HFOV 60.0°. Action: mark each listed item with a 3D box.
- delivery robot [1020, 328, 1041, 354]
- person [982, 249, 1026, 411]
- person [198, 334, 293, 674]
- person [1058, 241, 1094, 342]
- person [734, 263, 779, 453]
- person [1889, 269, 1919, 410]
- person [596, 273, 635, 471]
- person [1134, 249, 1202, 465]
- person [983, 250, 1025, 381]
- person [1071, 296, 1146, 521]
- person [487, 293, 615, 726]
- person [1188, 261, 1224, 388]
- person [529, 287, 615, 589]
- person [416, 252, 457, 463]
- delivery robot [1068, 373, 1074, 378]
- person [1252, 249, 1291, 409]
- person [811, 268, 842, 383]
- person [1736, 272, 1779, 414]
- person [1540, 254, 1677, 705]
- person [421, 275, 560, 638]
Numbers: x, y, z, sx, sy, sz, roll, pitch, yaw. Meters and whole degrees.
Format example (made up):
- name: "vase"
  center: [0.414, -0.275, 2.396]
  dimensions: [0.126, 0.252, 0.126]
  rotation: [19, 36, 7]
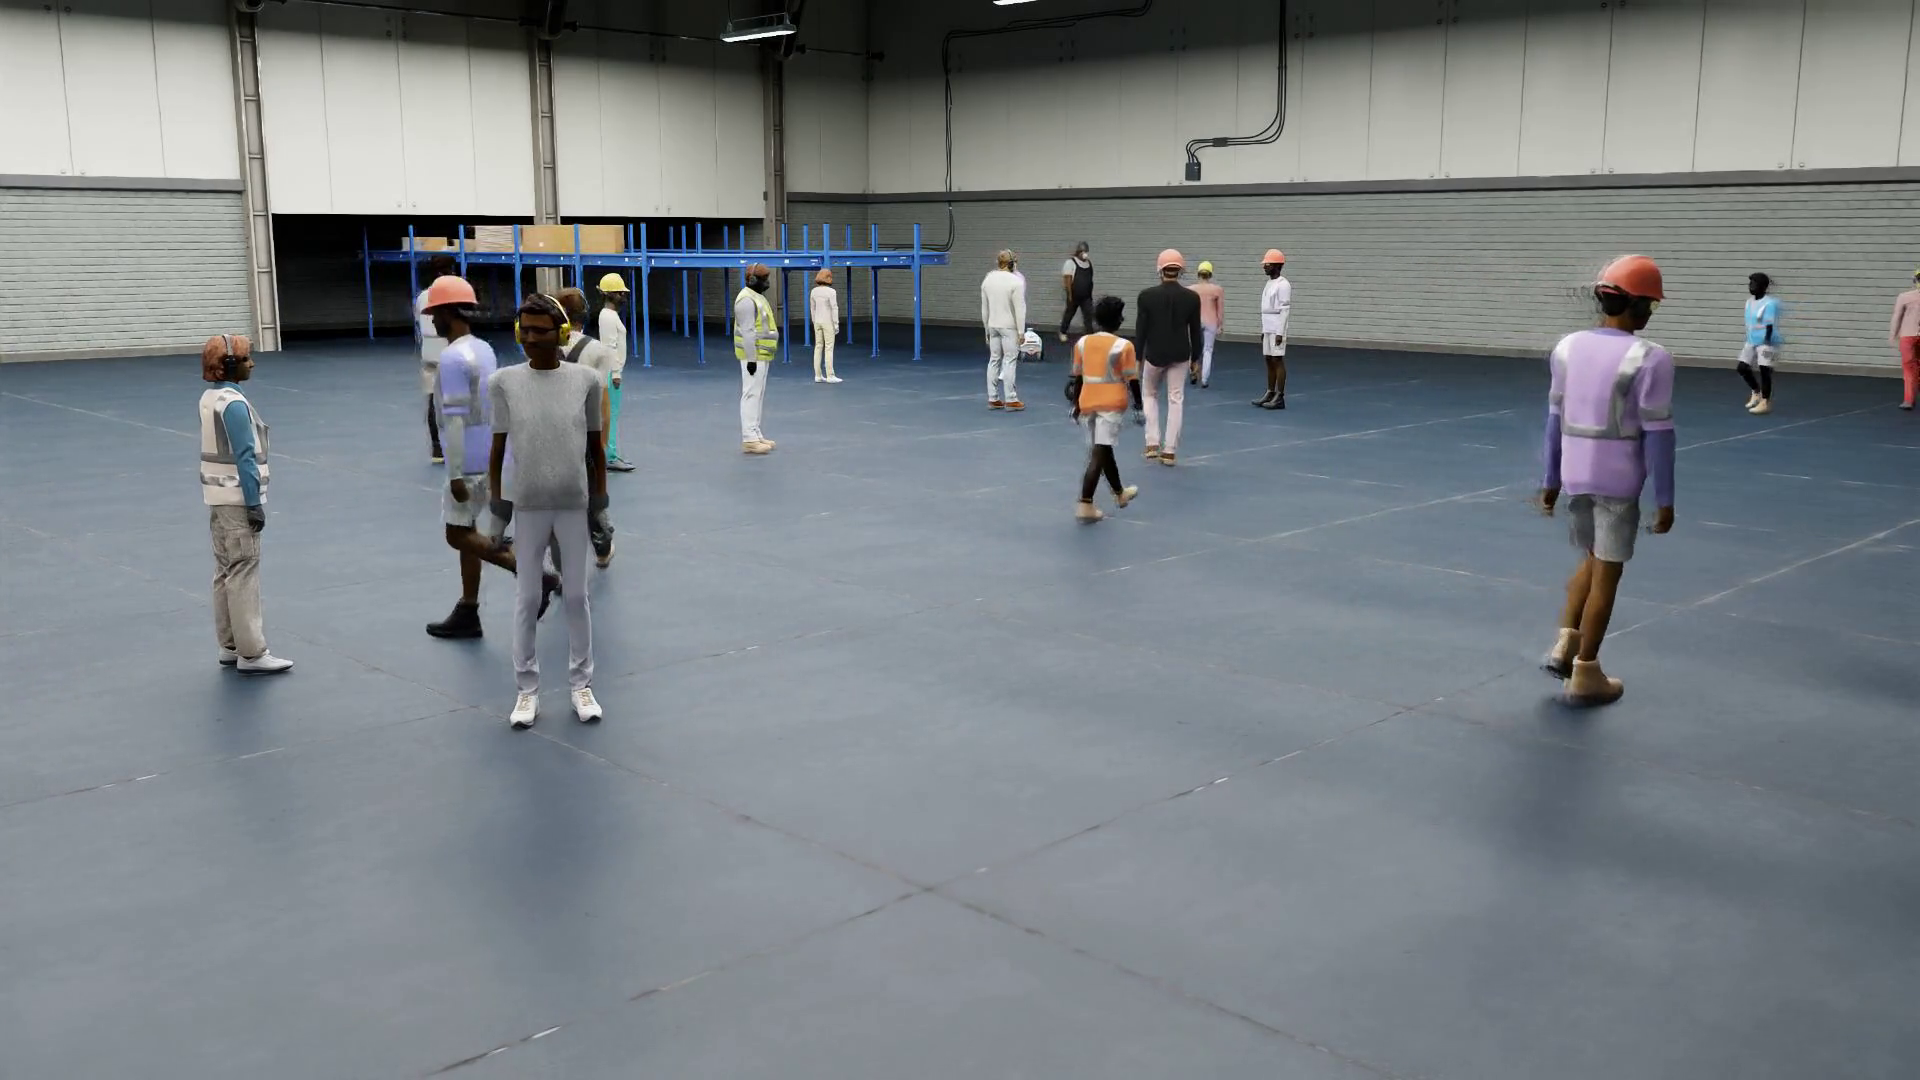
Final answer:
- name: "delivery robot"
  center: [1.190, -3.359, 28.261]
  dimensions: [0.477, 0.478, 0.707]
  rotation: [0, 10, -2]
- name: "person"
  center: [0.541, -2.549, 20.205]
  dimensions: [0.635, 1.937, 0.352]
  rotation: [9, 14, 41]
- name: "person"
  center: [-3.512, -0.176, 8.083]
  dimensions: [0.308, 1.640, 0.510]
  rotation: [-9, 14, -39]
- name: "person"
  center: [2.342, -4.940, 33.084]
  dimensions: [0.688, 2.000, 0.974]
  rotation: [-5, 12, -26]
- name: "person"
  center: [-1.997, -1.796, 16.370]
  dimensions: [0.428, 1.840, 0.631]
  rotation: [1, 10, 3]
- name: "person"
  center: [11.672, -2.474, 20.358]
  dimensions: [0.524, 1.739, 0.631]
  rotation: [2, 11, 11]
- name: "person"
  center: [-3.132, -1.522, 15.078]
  dimensions: [0.312, 1.768, 0.522]
  rotation: [-3, 11, -15]
- name: "person"
  center: [1.924, -1.708, 15.513]
  dimensions: [0.659, 1.972, 0.639]
  rotation: [-1, 10, -3]
- name: "person"
  center: [0.653, -3.307, 24.457]
  dimensions: [0.667, 1.891, 0.531]
  rotation: [7, 12, 32]
- name: "person"
  center: [1.150, -0.990, 12.465]
  dimensions: [0.861, 1.648, 0.553]
  rotation: [-10, 14, -43]
- name: "person"
  center: [-1.772, -0.130, 7.215]
  dimensions: [0.538, 1.866, 0.313]
  rotation: [-3, 11, -17]
- name: "person"
  center: [3.422, -3.012, 23.251]
  dimensions: [0.531, 1.752, 0.455]
  rotation: [2, 11, 11]
- name: "person"
  center: [-2.364, -0.643, 10.209]
  dimensions: [0.514, 1.792, 0.953]
  rotation: [-1, 10, -3]
- name: "person"
  center: [-4.746, -1.714, 15.610]
  dimensions: [0.634, 1.947, 0.657]
  rotation: [7, 12, 33]
- name: "delivery robot"
  center: [1.743, -2.192, 21.188]
  dimensions: [0.698, 0.223, 0.335]
  rotation: [-2, 11, -11]
- name: "person"
  center: [3.838, -2.590, 20.429]
  dimensions: [0.361, 1.940, 0.543]
  rotation: [-2, 11, -12]
- name: "person"
  center: [-1.942, -3.097, 24.023]
  dimensions: [0.500, 1.635, 0.287]
  rotation: [8, 13, 38]
- name: "person"
  center: [9.501, -2.338, 19.770]
  dimensions: [0.378, 1.678, 0.545]
  rotation: [-2, 11, -13]
- name: "person"
  center: [2.937, -0.267, 7.528]
  dimensions: [0.459, 2.022, 0.634]
  rotation: [-6, 12, -28]
- name: "person"
  center: [-2.484, -0.425, 8.727]
  dimensions: [0.667, 1.908, 0.548]
  rotation: [0, 10, 1]
